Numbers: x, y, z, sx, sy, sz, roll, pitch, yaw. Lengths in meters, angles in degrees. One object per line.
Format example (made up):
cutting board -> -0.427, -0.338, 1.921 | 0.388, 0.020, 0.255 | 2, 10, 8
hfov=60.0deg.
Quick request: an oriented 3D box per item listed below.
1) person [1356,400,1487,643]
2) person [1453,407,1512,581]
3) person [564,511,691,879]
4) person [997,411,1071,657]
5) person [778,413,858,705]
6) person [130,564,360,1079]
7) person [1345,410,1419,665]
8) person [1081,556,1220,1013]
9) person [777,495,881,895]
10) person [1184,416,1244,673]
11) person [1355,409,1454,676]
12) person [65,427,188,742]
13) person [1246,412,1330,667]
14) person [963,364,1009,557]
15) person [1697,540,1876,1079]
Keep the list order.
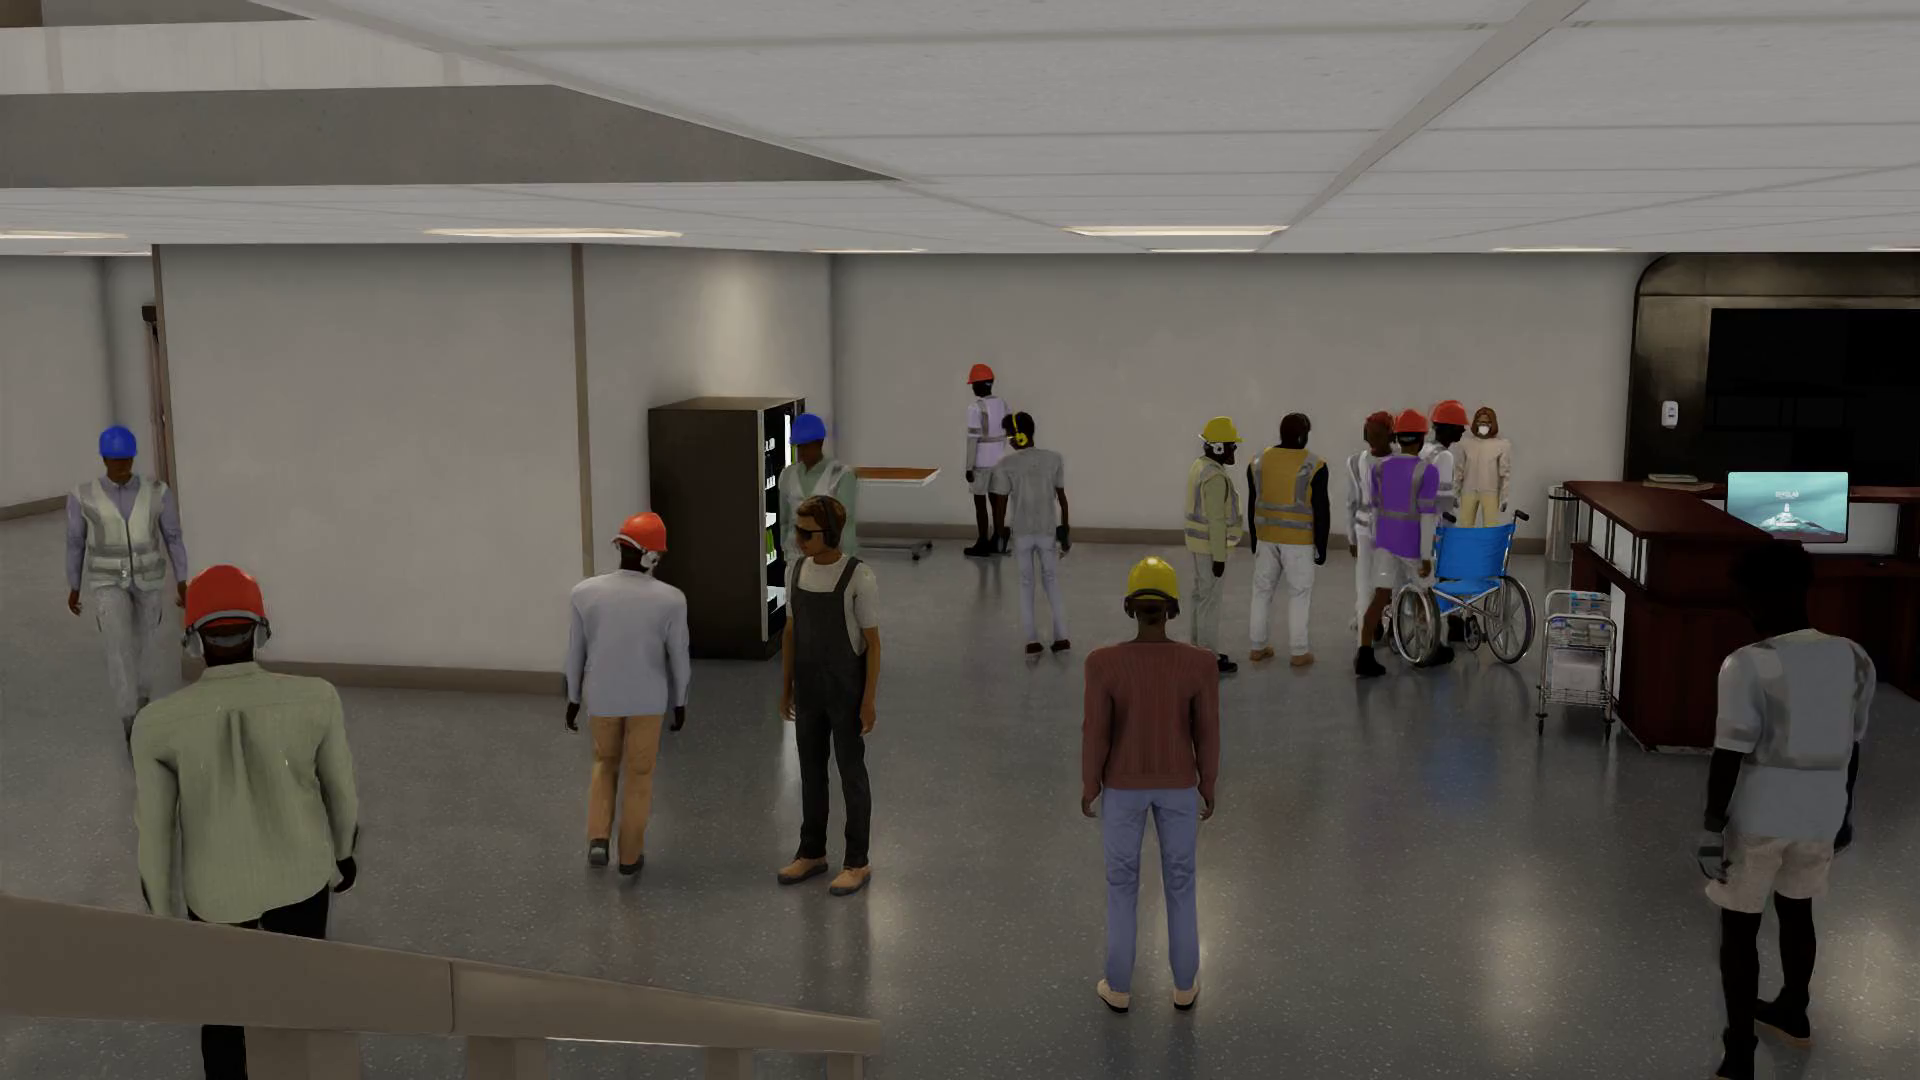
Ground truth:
person -> 3.520, -0.130, 12.653 | 0.993, 1.888, 0.557 | 1, 9, 6
person -> 4.721, -0.394, 15.067 | 0.505, 1.628, 0.286 | 5, 11, 30
person -> -1.548, 0.725, 7.809 | 0.577, 1.729, 0.382 | 0, 9, 3
person -> 0.557, -0.033, 12.222 | 0.602, 1.827, 0.420 | -1, 9, -6
person -> -0.919, 0.099, 11.105 | 0.610, 1.923, 0.784 | 4, 10, 22
person -> -2.178, 1.044, 5.138 | 0.626, 1.962, 0.795 | -4, 10, -22
person -> 3.124, -0.045, 12.224 | 0.571, 1.854, 0.823 | 5, 10, 28
person -> 0.726, 0.940, 6.400 | 0.535, 1.766, 0.317 | 0, 9, -2
person -> -0.603, 0.701, 7.626 | 0.517, 1.841, 0.325 | 5, 11, 30
person -> 1.801, 0.036, 11.803 | 0.403, 1.828, 0.596 | 0, 9, -2
person -> 3.136, 0.018, 11.758 | 1.014, 1.880, 0.550 | -8, 12, -41
person -> -5.090, 0.255, 10.208 | 0.657, 1.893, 0.994 | -7, 11, -36
person -> 2.374, -0.006, 12.044 | 0.627, 1.835, 0.432 | 7, 11, 36
person -> 0.237, -0.789, 16.578 | 0.378, 1.926, 0.544 | 8, 12, 42
person -> 2.887, 0.950, 5.860 | 0.700, 1.929, 0.682 | -2, 9, -11
